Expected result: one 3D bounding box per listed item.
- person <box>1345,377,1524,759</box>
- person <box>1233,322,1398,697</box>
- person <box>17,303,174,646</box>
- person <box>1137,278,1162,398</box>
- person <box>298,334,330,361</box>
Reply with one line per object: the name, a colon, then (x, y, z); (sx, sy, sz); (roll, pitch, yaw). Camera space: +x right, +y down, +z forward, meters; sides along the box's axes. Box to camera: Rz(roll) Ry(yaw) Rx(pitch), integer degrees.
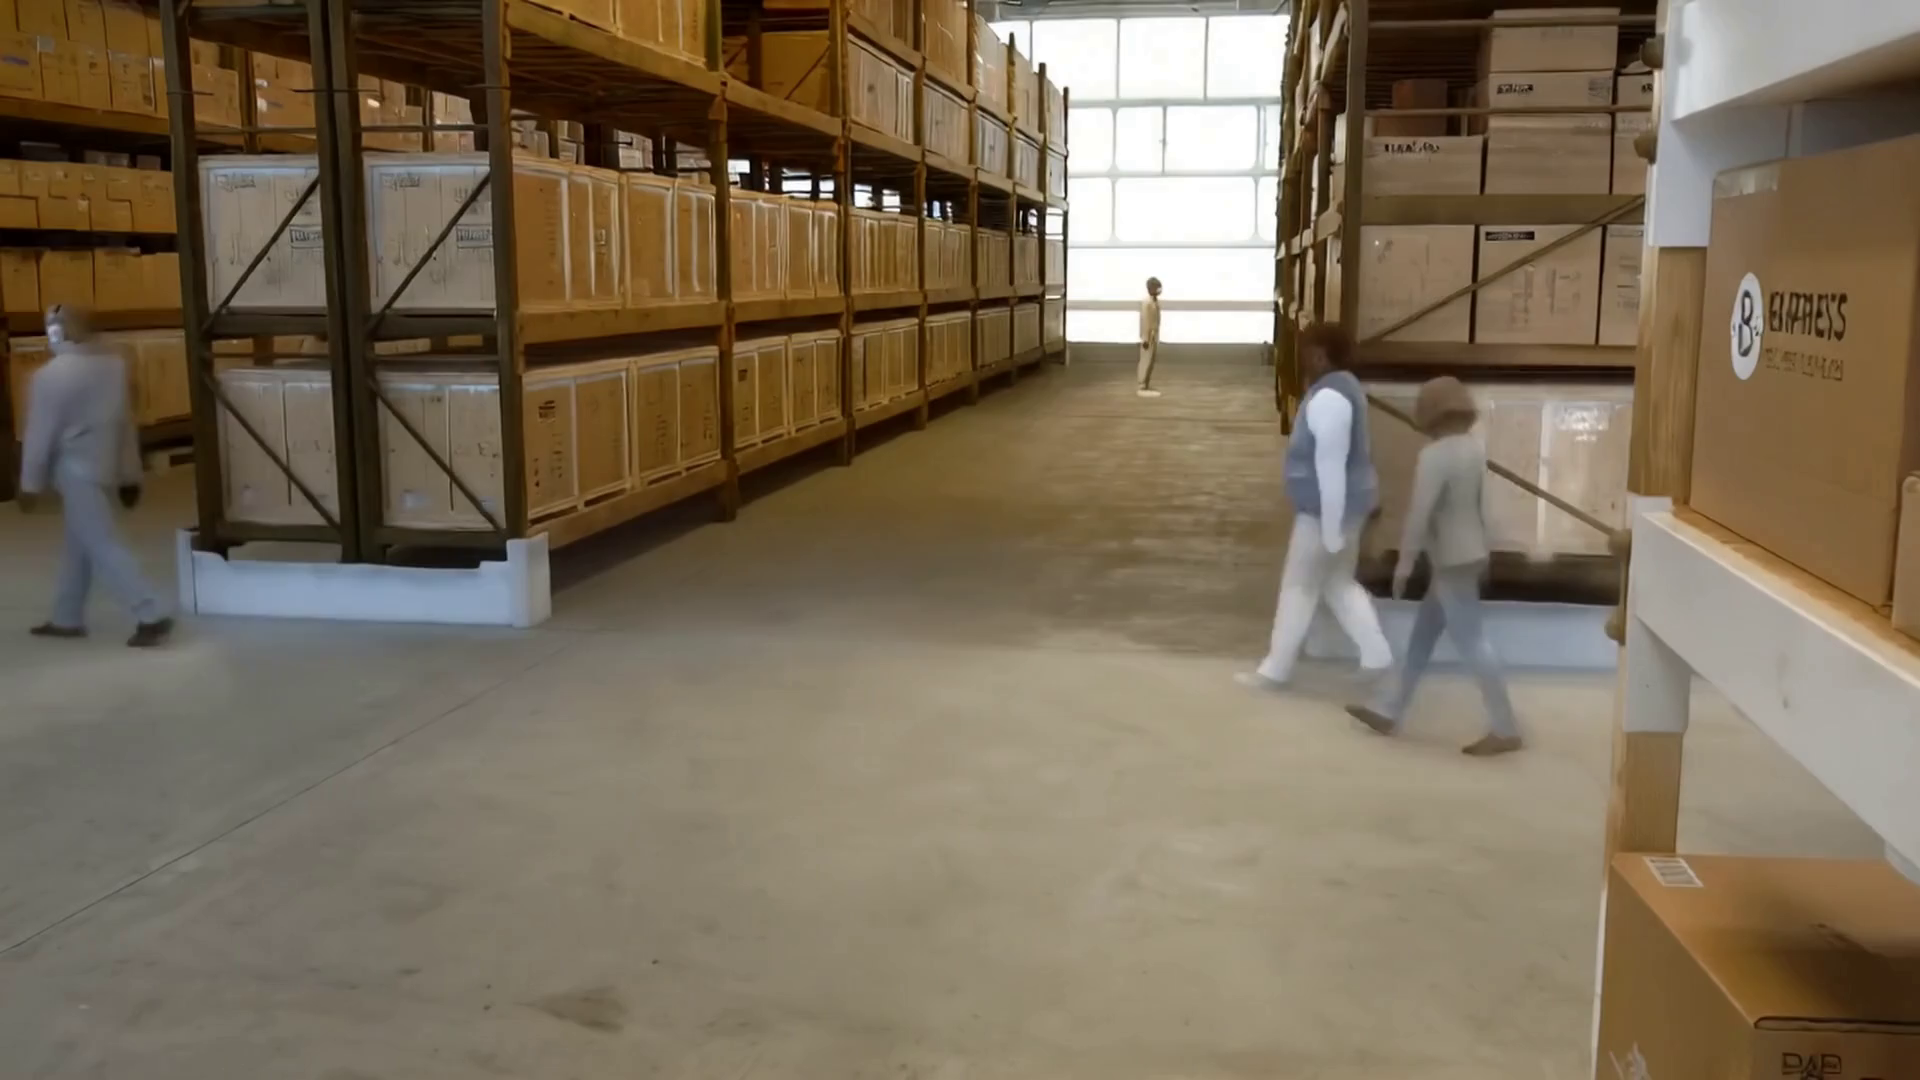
person: (2.035, 0.109, 7.017); (0.819, 1.573, 0.575); (6, 11, 34)
person: (1.762, -0.137, 7.933); (0.780, 1.793, 0.692); (3, 10, 18)
person: (-4.710, -0.344, 8.997); (0.968, 1.868, 0.652); (2, 9, 9)
person: (3.071, -3.257, 26.851); (0.370, 1.930, 0.632); (5, 10, 28)
person: (-5.972, -1.364, 15.664); (0.497, 1.728, 0.433); (-1, 9, -8)
